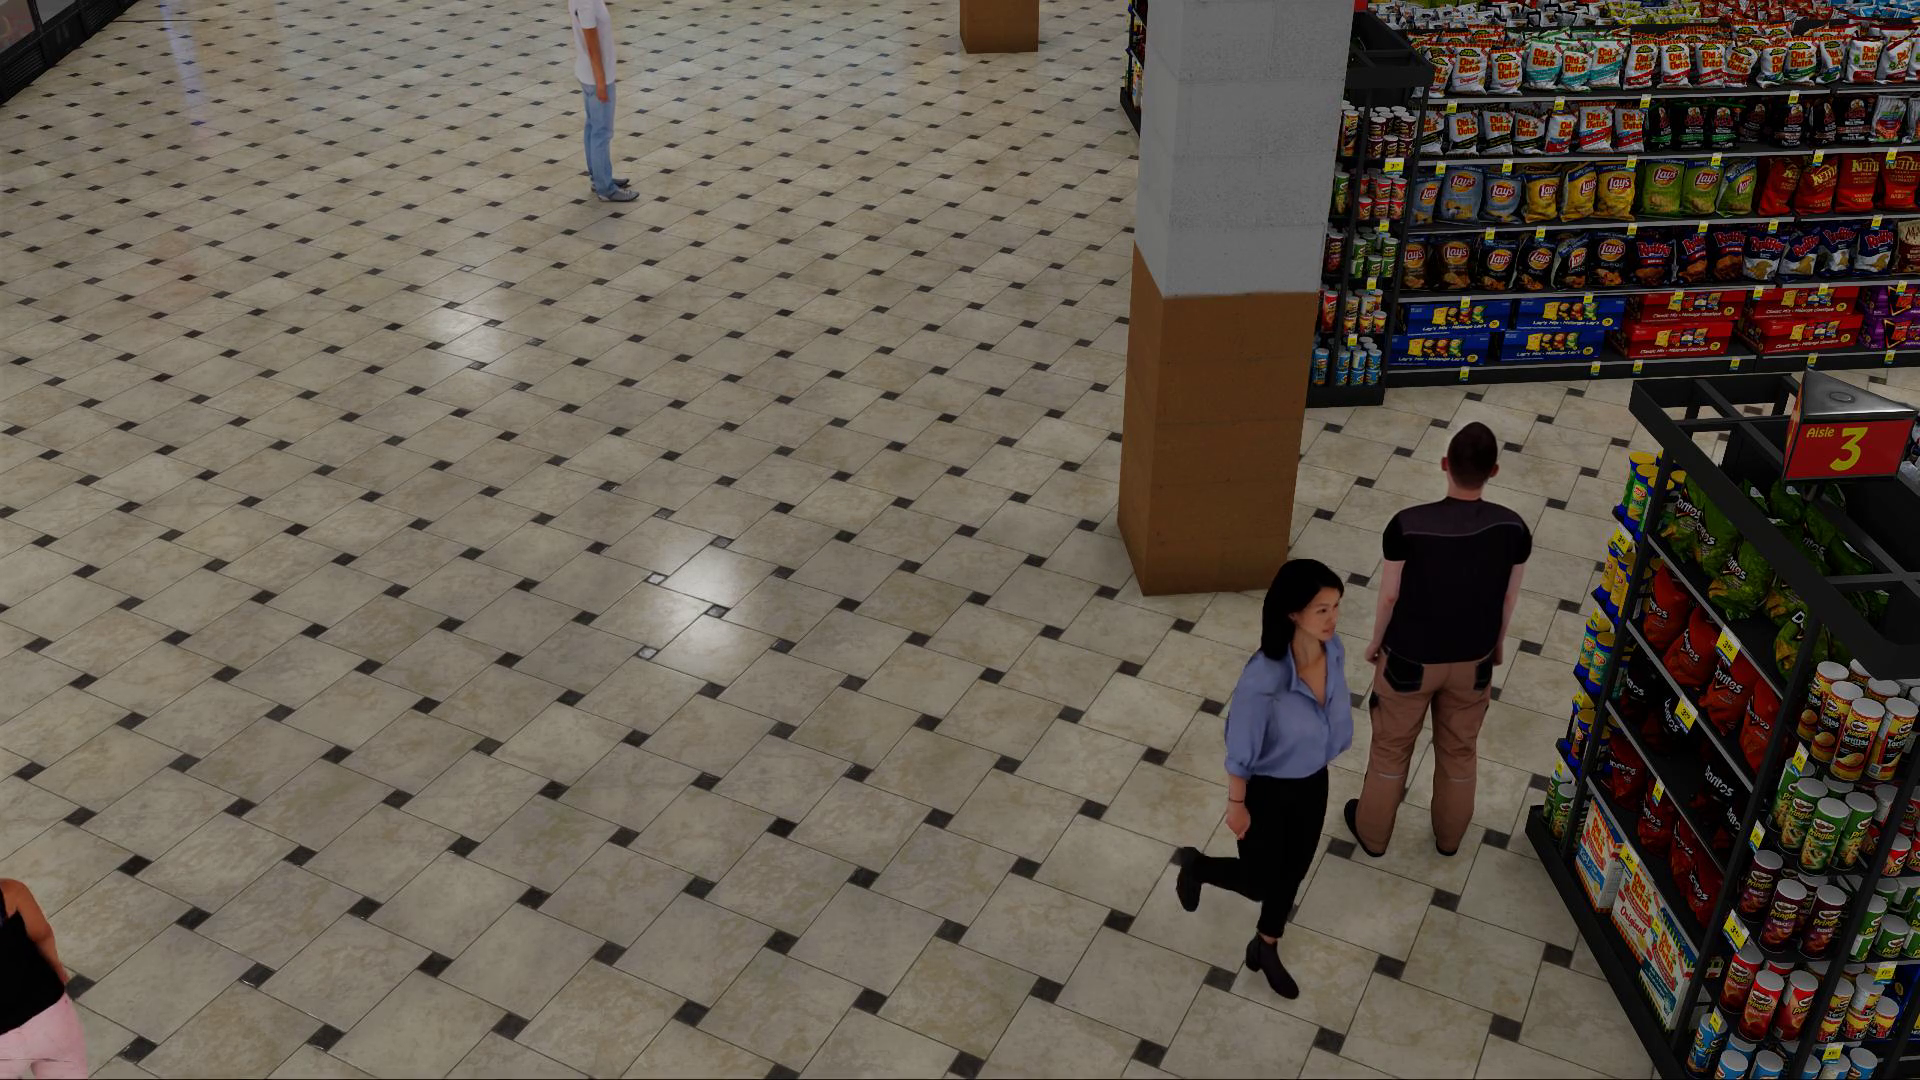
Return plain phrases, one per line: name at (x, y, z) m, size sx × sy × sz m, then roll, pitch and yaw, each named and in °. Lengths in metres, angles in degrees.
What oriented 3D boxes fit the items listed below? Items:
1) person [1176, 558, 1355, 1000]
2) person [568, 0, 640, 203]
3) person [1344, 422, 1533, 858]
person at (1.008, 0.790, 5.568) m, size 0.886 × 1.731 × 0.906 m, roll -19°, pitch 37°, yaw -28°
person at (-2.691, -3.440, 12.239) m, size 0.661 × 1.866 × 0.729 m, roll -11°, pitch 33°, yaw -17°
person at (1.750, 0.399, 6.091) m, size 0.551 × 1.842 × 0.757 m, roll 0°, pitch 32°, yaw 1°
